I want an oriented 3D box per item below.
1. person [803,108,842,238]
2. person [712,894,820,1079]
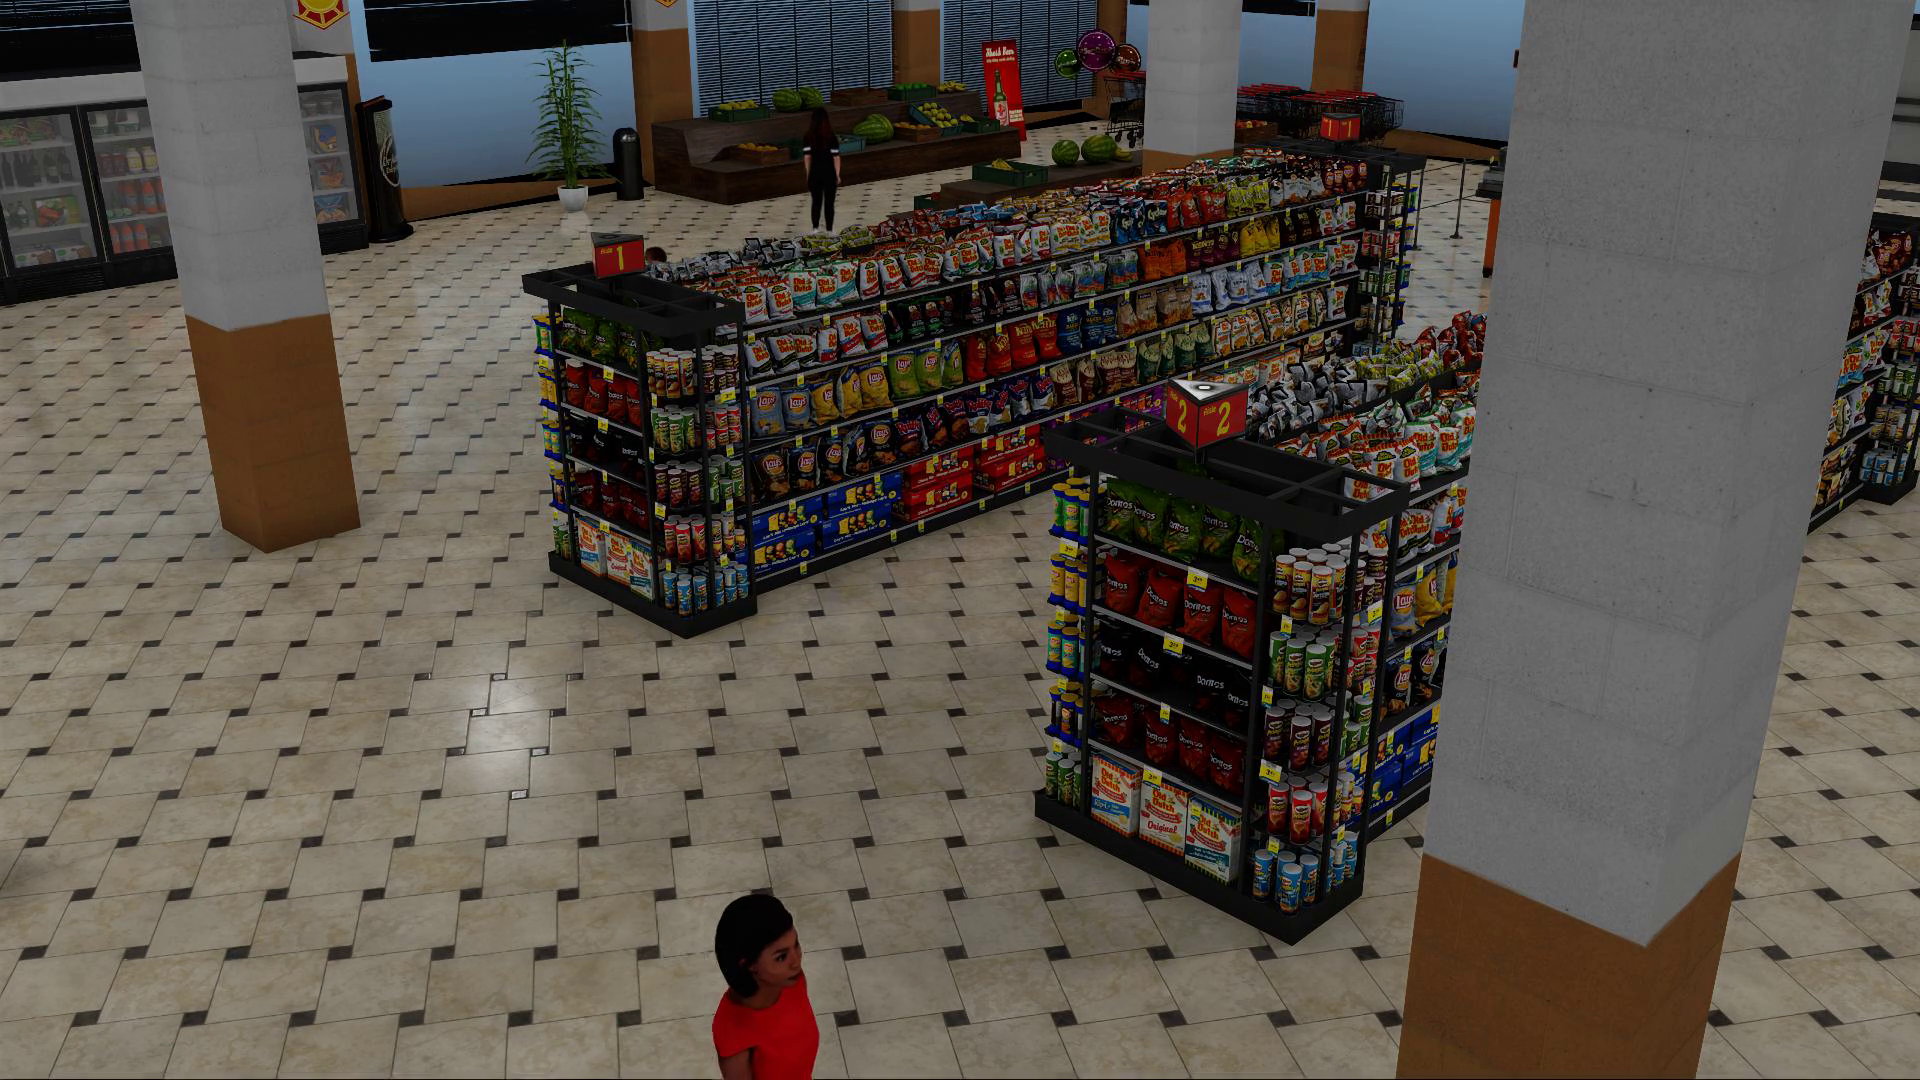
[{"bbox_3d":[-1.721,-4.555,20.738,0.779,1.638,0.842,3,22,8],"label":"person"},{"bbox_3d":[-0.637,1.800,4.843,0.863,1.697,1.067,11,24,25],"label":"person"}]
